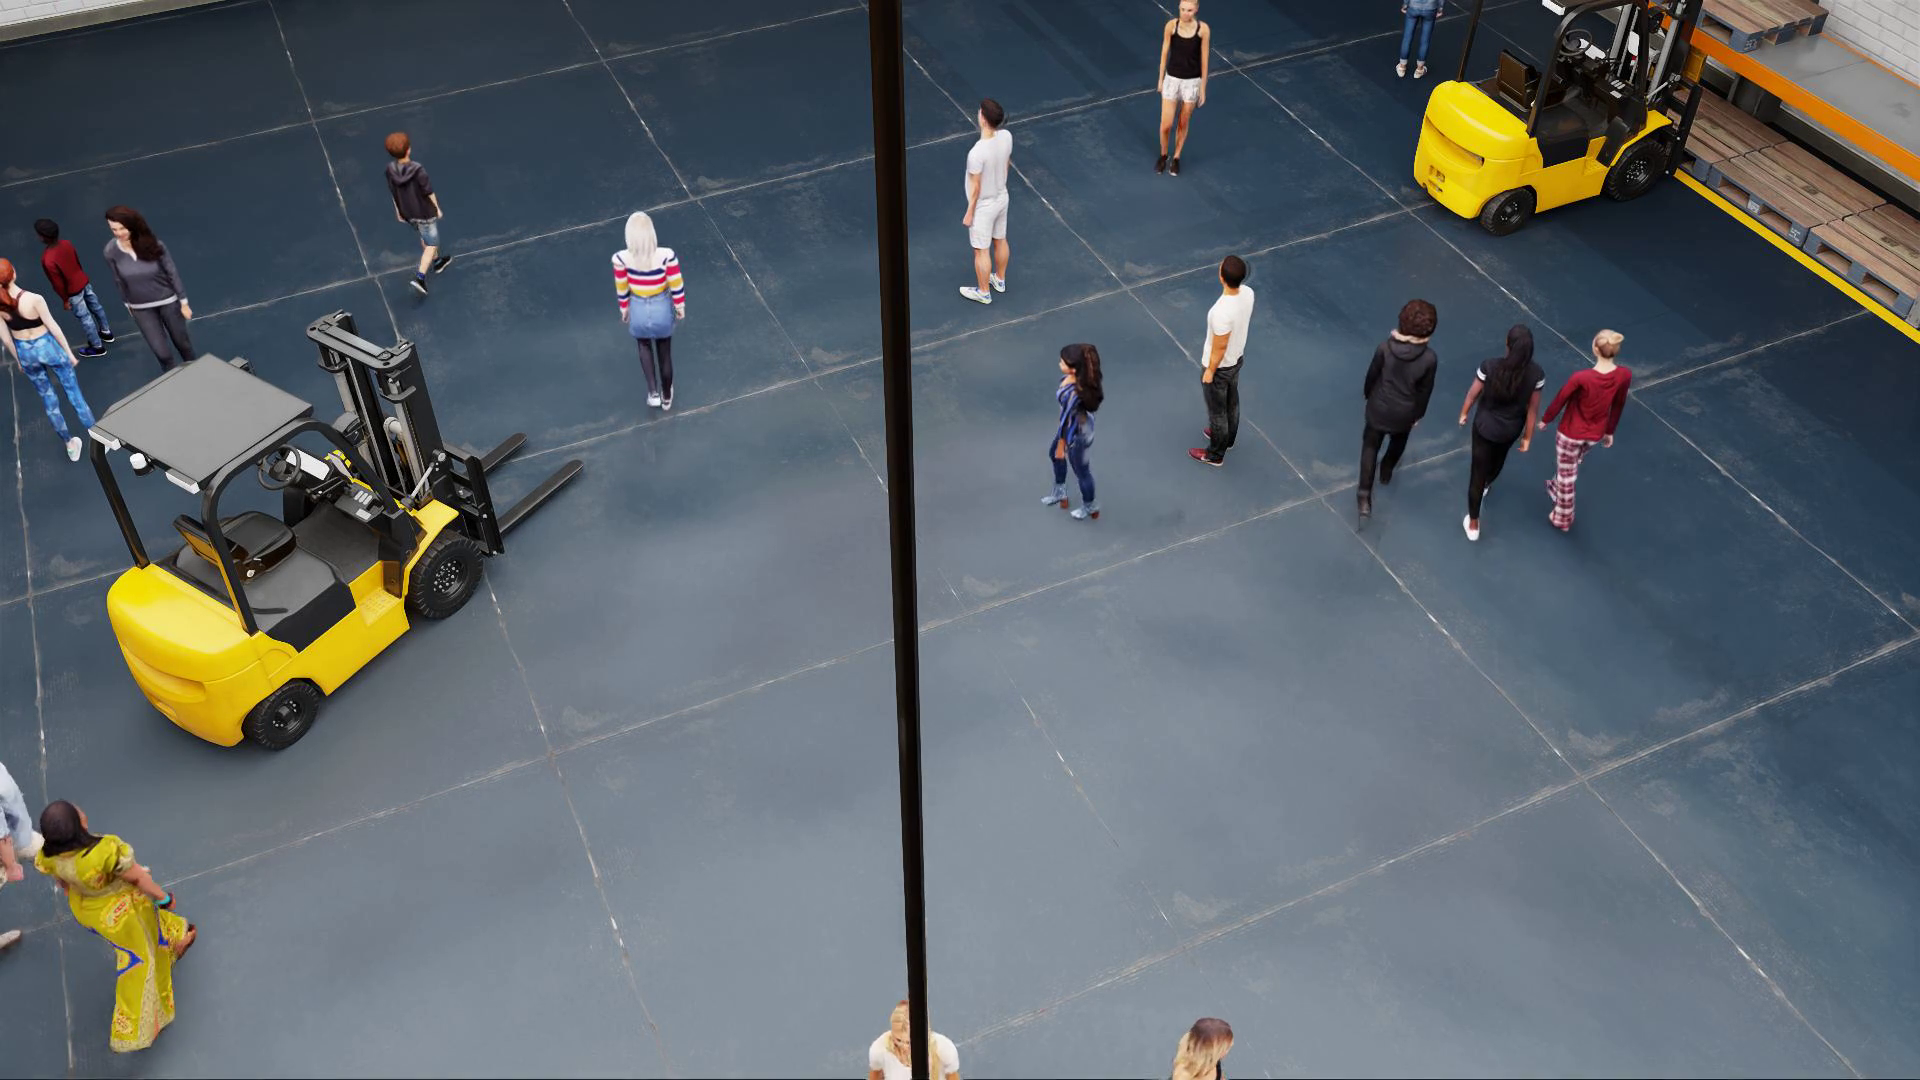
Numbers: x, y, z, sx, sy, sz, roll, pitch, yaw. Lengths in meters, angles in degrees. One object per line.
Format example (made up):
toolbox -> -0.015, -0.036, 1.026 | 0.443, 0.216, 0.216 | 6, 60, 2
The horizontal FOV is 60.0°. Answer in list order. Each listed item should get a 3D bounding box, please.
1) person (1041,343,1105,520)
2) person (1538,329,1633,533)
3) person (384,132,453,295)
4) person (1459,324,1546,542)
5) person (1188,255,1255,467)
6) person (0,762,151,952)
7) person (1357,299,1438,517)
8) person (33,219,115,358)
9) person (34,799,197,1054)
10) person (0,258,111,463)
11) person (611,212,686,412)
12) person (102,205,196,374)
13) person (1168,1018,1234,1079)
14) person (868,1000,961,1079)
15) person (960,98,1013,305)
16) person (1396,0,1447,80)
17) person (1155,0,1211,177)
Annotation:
person -> 0.913, -0.755, 11.934 | 0.851, 1.601, 0.786 | 8, 44, 8
person -> 4.469, -0.738, 11.853 | 0.726, 1.690, 0.838 | -7, 44, -8
person -> -4.646, -2.776, 14.181 | 0.890, 1.429, 0.981 | 11, 45, 11
person -> 3.831, -0.732, 11.834 | 1.000, 1.707, 1.117 | 6, 44, 7
person -> 1.977, -1.342, 12.414 | 0.723, 1.801, 0.721 | 24, 49, 23
person -> -5.376, 1.690, 9.233 | 1.276, 1.789, 1.065 | 34, 53, 31
person -> 3.123, -0.927, 12.003 | 1.082, 1.756, 1.176 | 11, 45, 11
person -> -7.227, -2.074, 13.572 | 0.646, 1.254, 0.561 | 5, 44, 6
person -> -4.586, 2.060, 8.972 | 1.151, 1.622, 1.269 | 8, 44, 8
person -> -6.842, -1.343, 12.428 | 0.627, 1.784, 0.645 | -8, 44, -8
person -> -2.378, -1.696, 12.776 | 0.758, 1.805, 0.777 | -4, 44, -4
person -> -6.301, -1.885, 13.015 | 0.609, 1.747, 0.783 | -18, 46, -18
person -> 1.018, 2.806, 8.166 | 0.927, 1.644, 0.986 | 5, 44, 5
person -> -0.199, 2.711, 8.153 | 0.765, 1.800, 0.811 | 4, 44, 4
person -> 0.240, -2.839, 13.938 | 0.736, 1.855, 0.765 | 29, 51, 27
person -> 4.705, -5.419, 16.920 | 0.634, 1.477, 0.690 | 13, 45, 13
person -> 2.094, -4.313, 15.502 | 0.725, 1.833, 0.763 | 6, 44, 6
